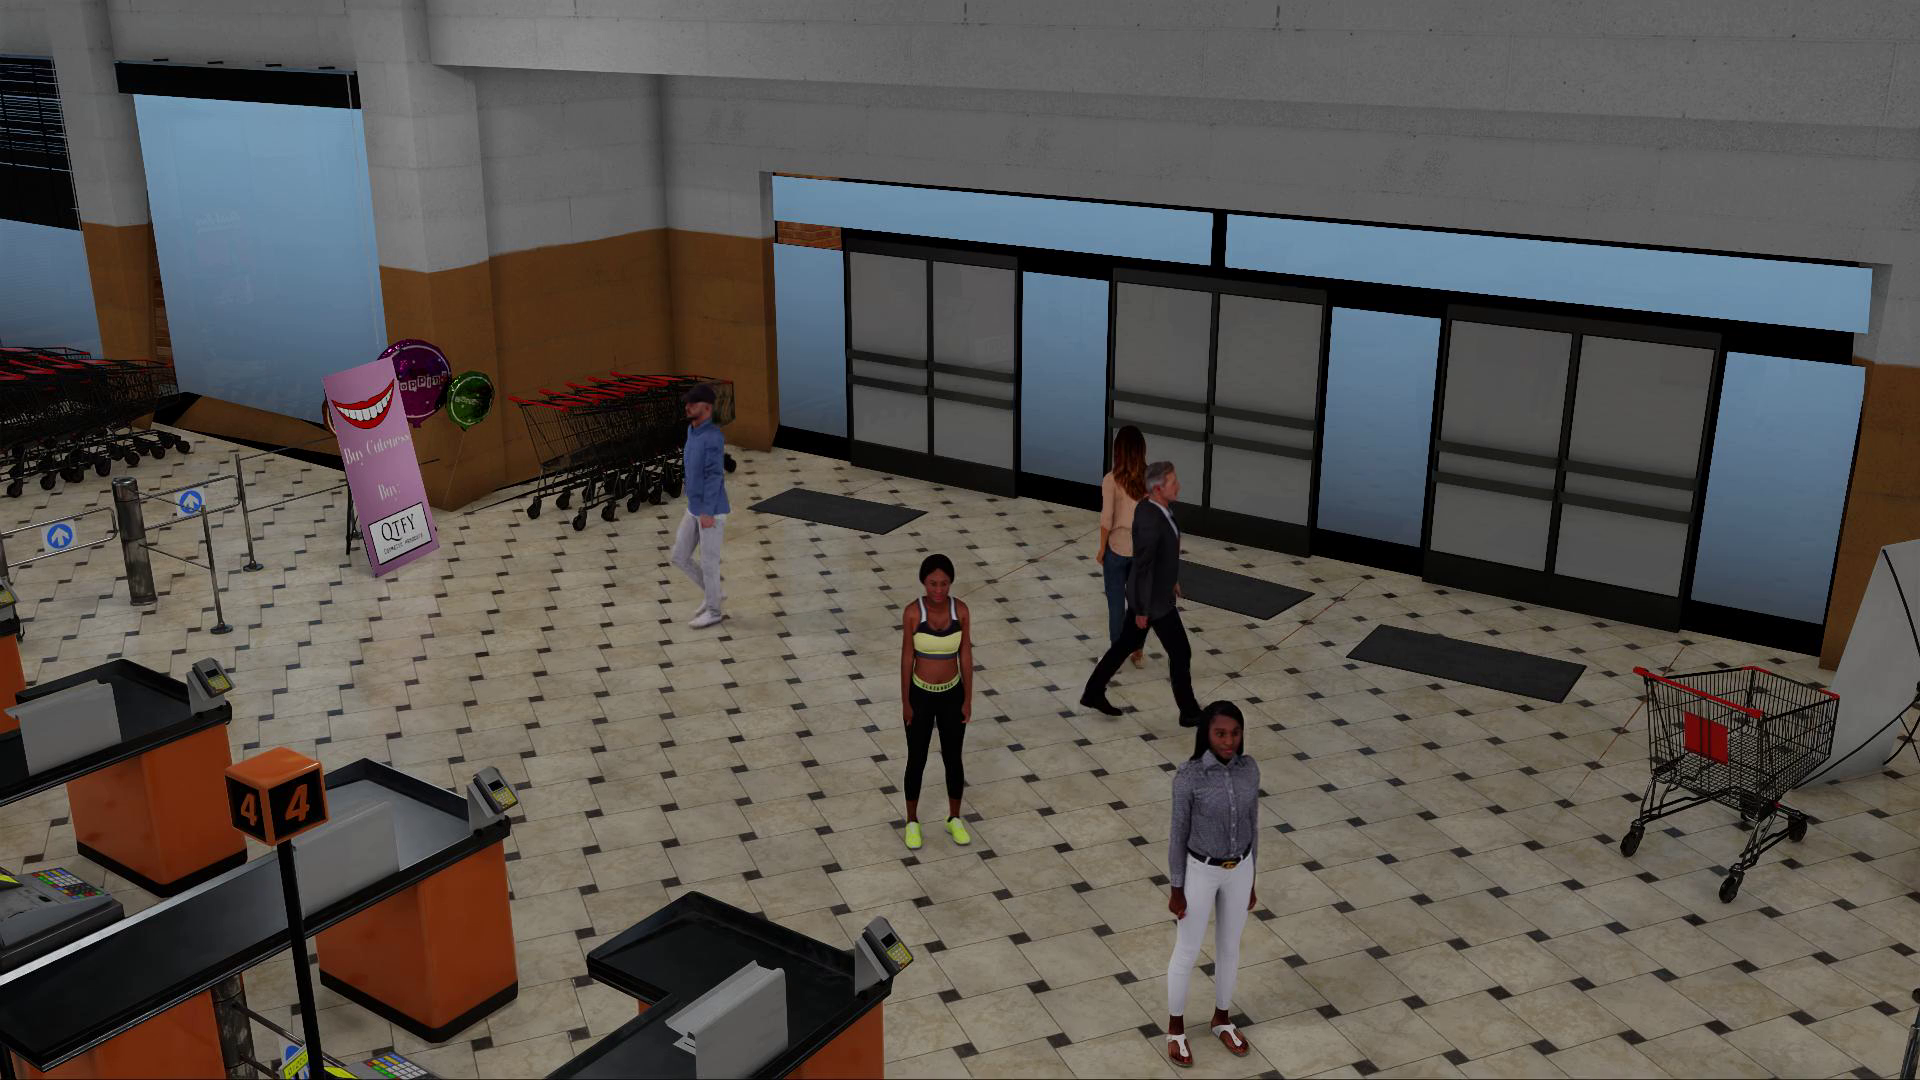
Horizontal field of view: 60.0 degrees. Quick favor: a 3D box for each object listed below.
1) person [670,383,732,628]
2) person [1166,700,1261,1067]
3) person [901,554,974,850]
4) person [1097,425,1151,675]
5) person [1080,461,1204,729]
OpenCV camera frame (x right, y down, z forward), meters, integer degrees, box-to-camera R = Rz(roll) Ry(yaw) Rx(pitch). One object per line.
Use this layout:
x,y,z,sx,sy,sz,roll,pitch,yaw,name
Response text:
-1.857,-0.258,12.528,0.757,1.875,0.744,-13,23,-34,person
1.140,1.522,7.482,0.651,1.725,0.733,-5,19,-16,person
-0.139,0.891,9.314,0.644,1.750,0.702,-3,19,-8,person
1.179,0.067,11.692,0.627,1.792,0.730,-8,20,-22,person
1.164,0.369,10.795,1.181,1.794,1.251,1,19,3,person
